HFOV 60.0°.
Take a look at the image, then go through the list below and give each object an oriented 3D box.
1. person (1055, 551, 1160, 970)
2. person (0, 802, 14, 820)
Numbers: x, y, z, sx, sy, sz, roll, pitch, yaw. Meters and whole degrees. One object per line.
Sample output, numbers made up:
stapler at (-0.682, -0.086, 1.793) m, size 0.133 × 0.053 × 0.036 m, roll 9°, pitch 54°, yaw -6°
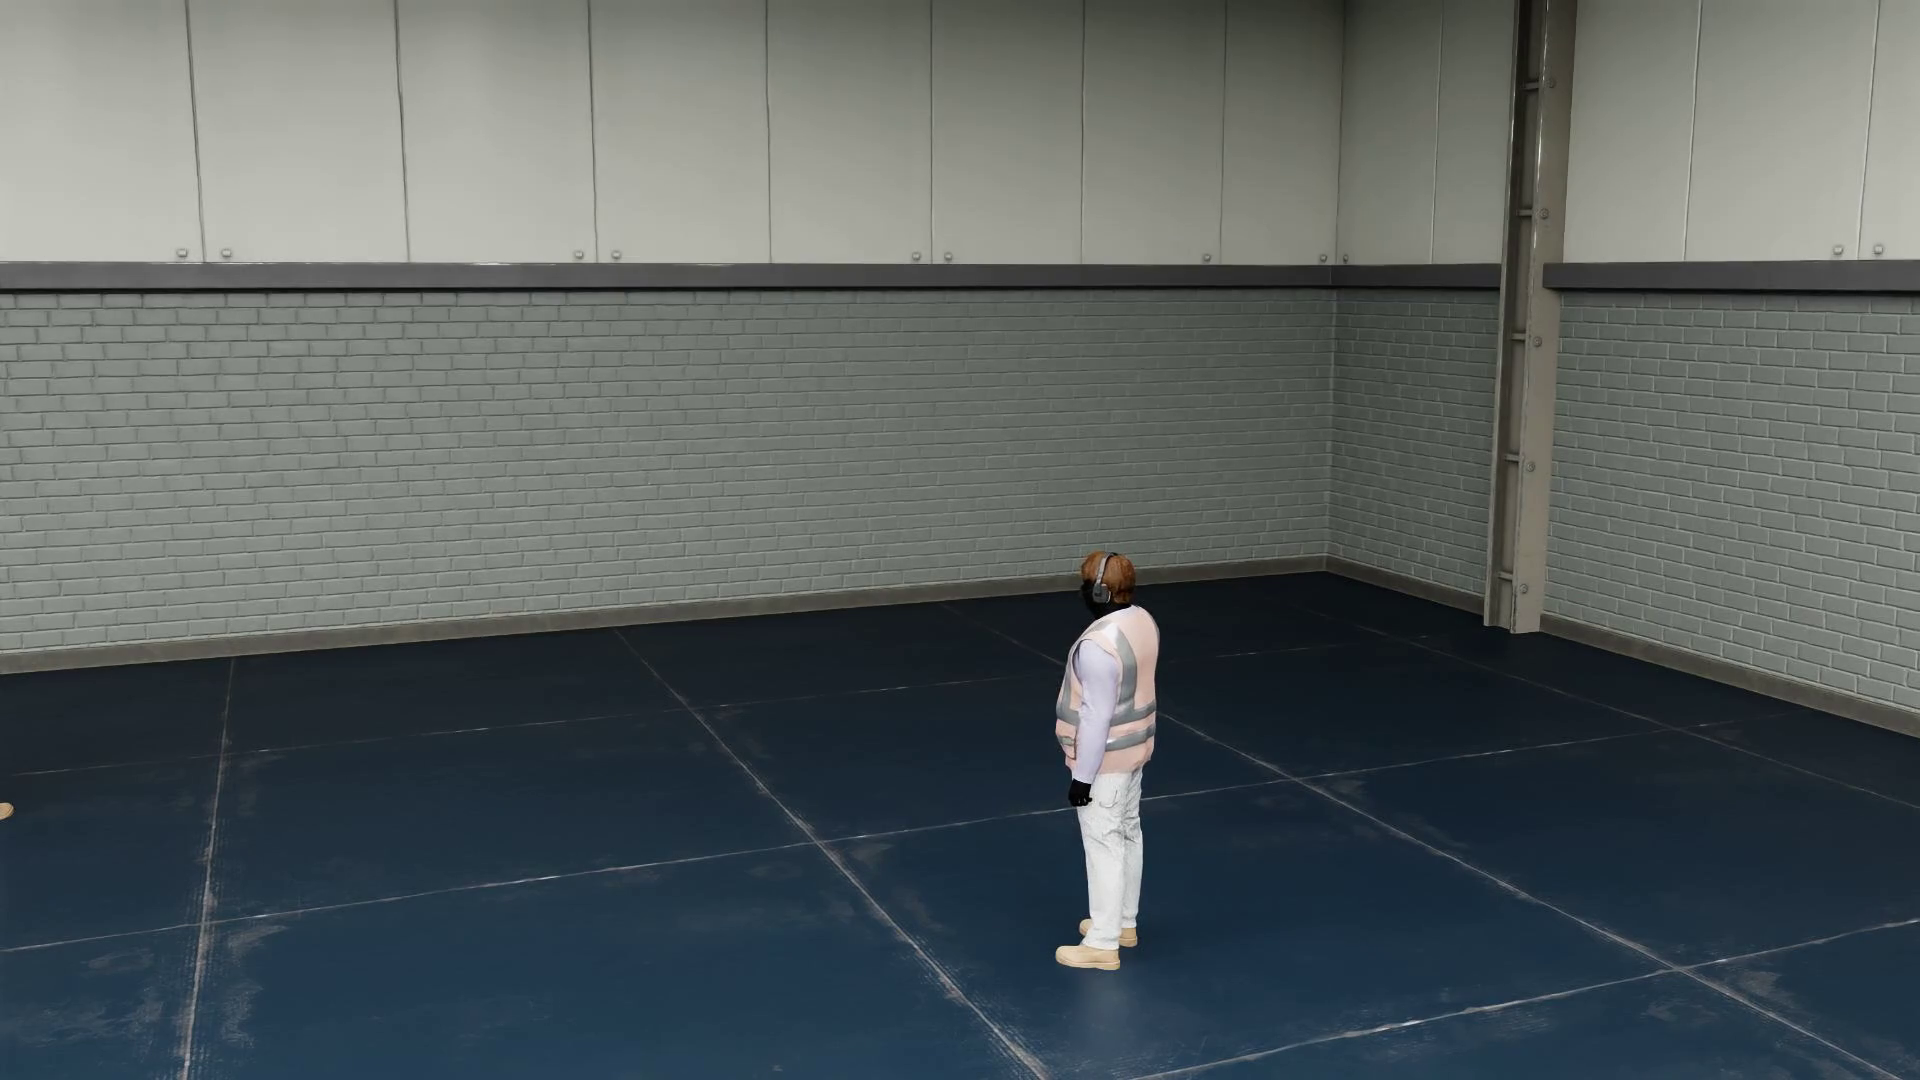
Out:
person at (0.635, 0.958, 7.324) m, size 0.429 × 1.844 × 0.627 m, roll 4°, pitch 10°, yaw 24°
person at (-5.581, 0.672, 9.121) m, size 0.627 × 1.844 × 0.429 m, roll 0°, pitch 9°, yaw 2°
